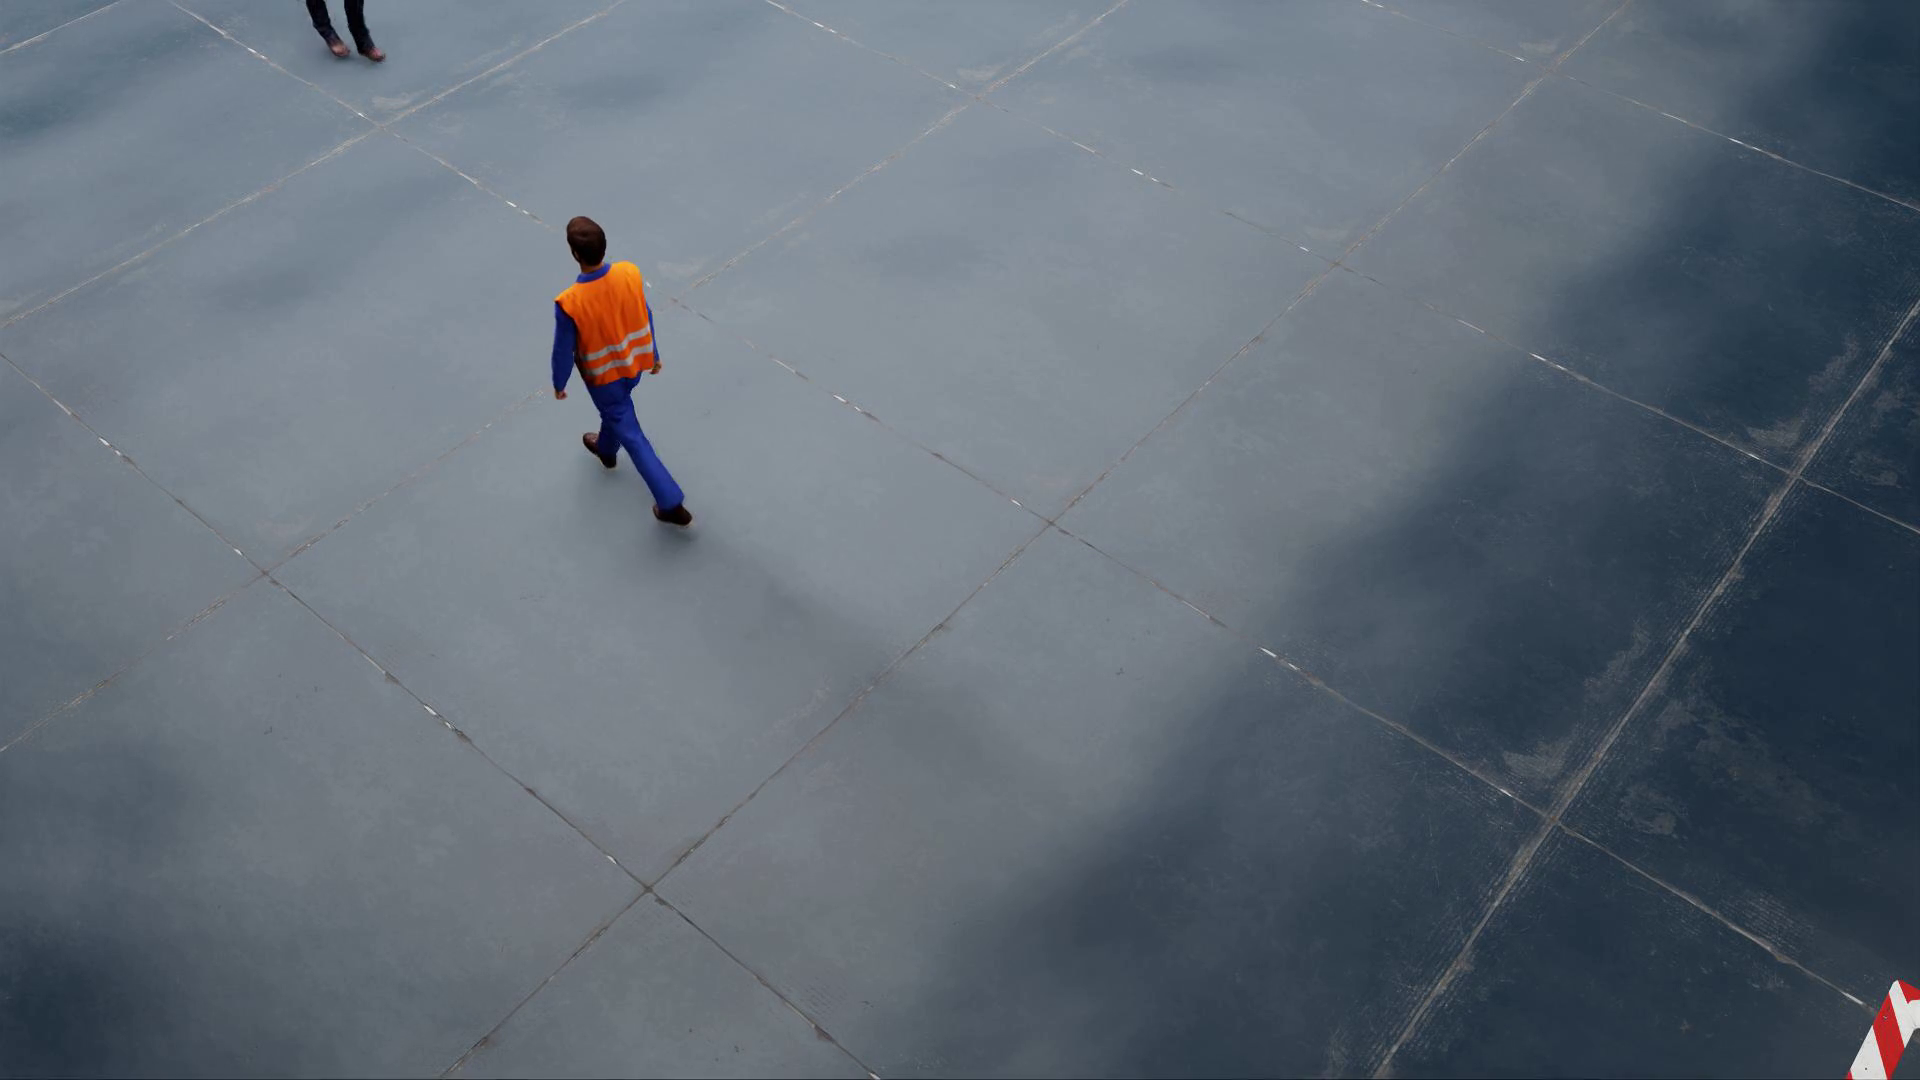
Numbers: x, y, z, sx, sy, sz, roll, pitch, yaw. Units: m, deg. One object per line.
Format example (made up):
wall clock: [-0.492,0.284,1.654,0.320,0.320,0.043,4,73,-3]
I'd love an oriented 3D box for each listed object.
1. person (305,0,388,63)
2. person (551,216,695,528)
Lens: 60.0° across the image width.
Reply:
person: [-4.640,-4.287,11.785,0.813,1.827,0.872,-35,56,-28]
person: [-1.732,-0.812,8.577,1.246,1.819,0.762,36,57,28]
